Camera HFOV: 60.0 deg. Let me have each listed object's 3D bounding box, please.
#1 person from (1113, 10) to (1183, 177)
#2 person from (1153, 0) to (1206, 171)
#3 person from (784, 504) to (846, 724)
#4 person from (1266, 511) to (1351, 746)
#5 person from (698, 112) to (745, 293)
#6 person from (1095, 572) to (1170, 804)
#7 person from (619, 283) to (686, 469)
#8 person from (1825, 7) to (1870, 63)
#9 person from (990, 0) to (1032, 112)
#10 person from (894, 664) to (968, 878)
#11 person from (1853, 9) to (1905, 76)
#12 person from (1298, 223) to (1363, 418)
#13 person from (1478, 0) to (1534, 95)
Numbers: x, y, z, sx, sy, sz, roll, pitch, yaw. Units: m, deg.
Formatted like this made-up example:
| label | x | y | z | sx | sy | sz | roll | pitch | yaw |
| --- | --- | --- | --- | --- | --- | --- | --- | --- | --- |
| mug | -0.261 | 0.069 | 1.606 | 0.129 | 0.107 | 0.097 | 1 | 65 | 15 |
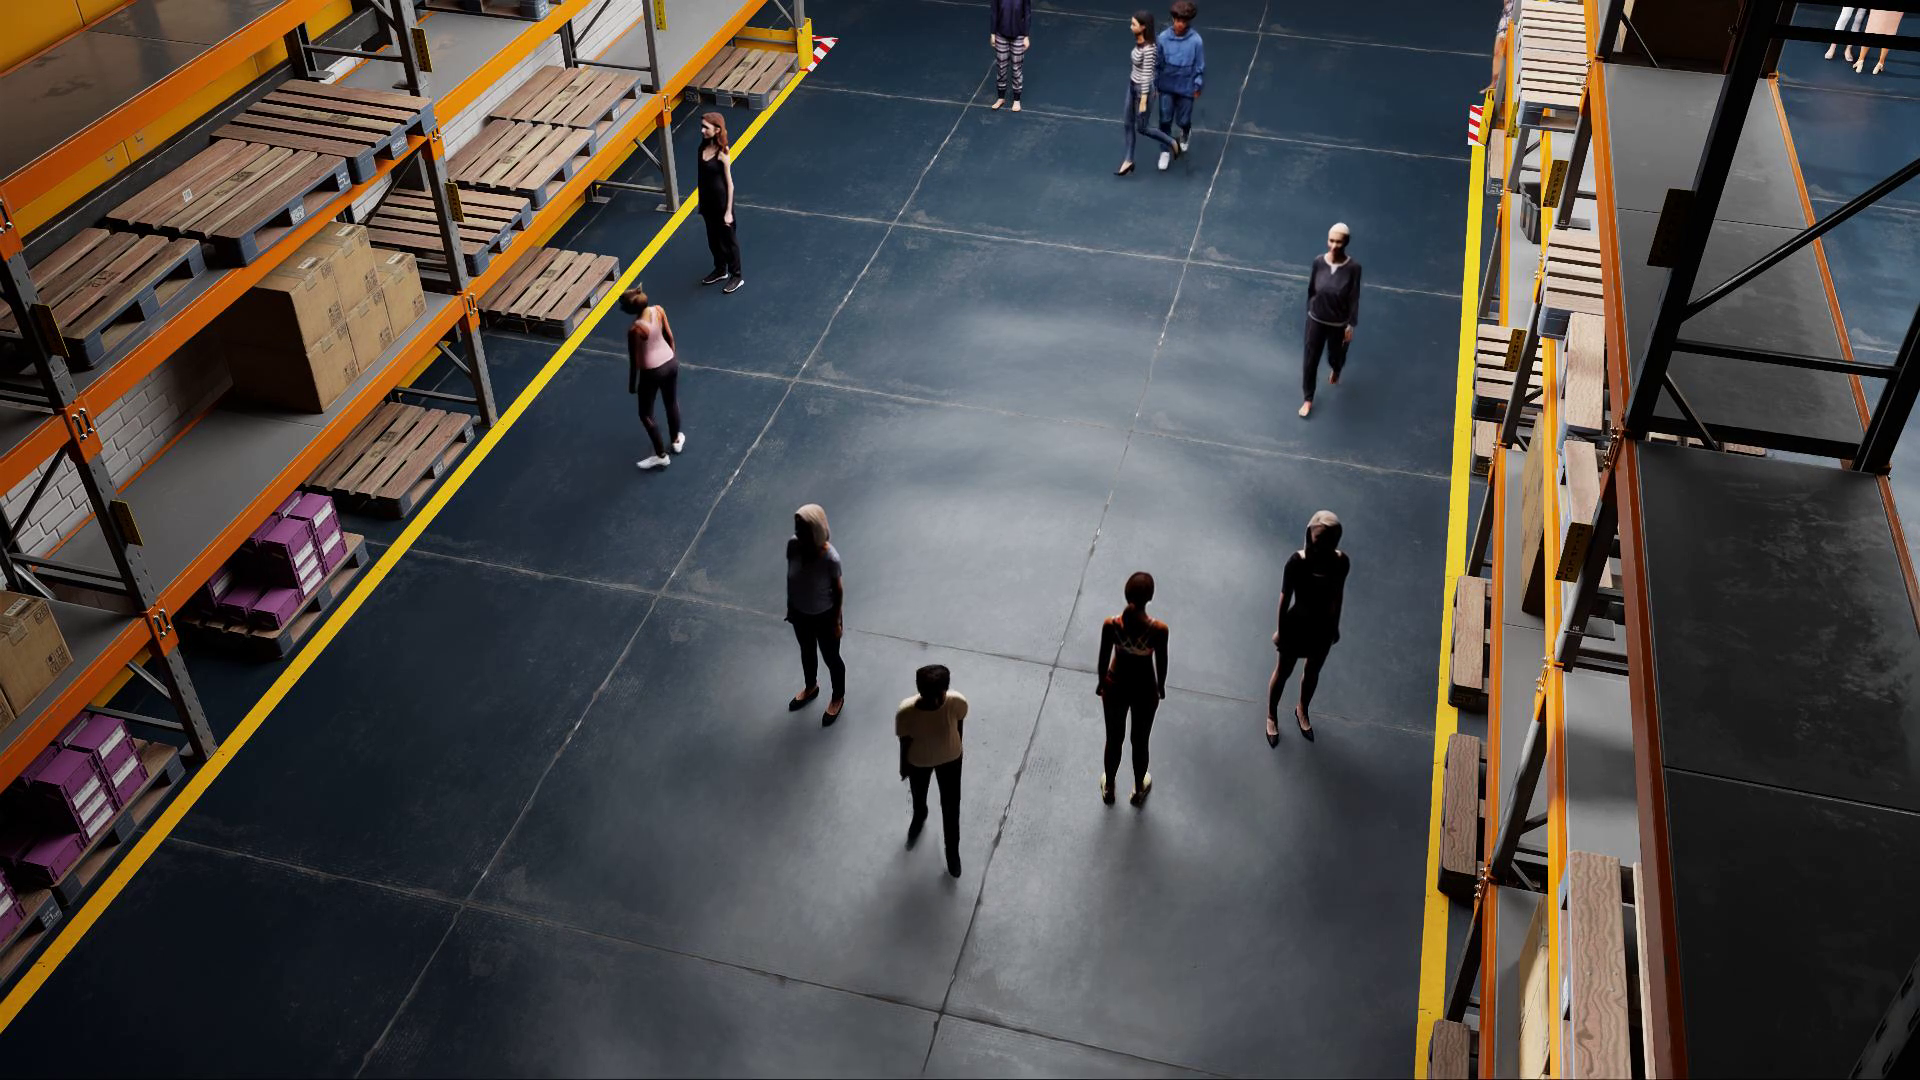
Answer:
| label | x | y | z | sx | sy | sz | roll | pitch | yaw |
| --- | --- | --- | --- | --- | --- | --- | --- | --- | --- |
| person | 1.956 | -4.583 | 17.181 | 0.938 | 1.769 | 1.009 | -6 | 39 | -8 |
| person | 2.292 | -4.808 | 17.448 | 0.690 | 1.790 | 0.796 | 11 | 40 | 14 |
| person | -0.942 | 0.464 | 10.900 | 0.652 | 1.722 | 0.612 | 22 | 44 | 25 |
| person | 2.234 | 0.567 | 10.685 | 0.658 | 1.830 | 0.631 | -5 | 39 | -7 |
| person | -2.227 | -3.144 | 15.397 | 0.650 | 1.748 | 0.647 | 26 | 45 | 29 |
| person | 1.049 | 0.931 | 10.261 | 0.601 | 1.789 | 0.552 | 6 | 39 | 7 |
| person | -2.386 | -1.381 | 13.264 | 0.698 | 1.654 | 0.872 | -23 | 44 | -26 |
| person | 10.697 | -6.535 | 19.687 | 0.553 | 1.693 | 0.552 | 12 | 40 | 15 |
| person | 0.570 | -5.651 | 18.548 | 0.600 | 1.733 | 0.497 | 9 | 39 | 11 |
| person | -0.173 | 1.271 | 10.021 | 0.778 | 1.558 | 0.917 | -3 | 39 | -4 |
| person | 10.837 | -6.327 | 19.315 | 0.618 | 1.831 | 0.563 | 16 | 41 | 20 |
| person | 3.098 | -1.872 | 13.832 | 0.708 | 1.713 | 0.924 | 17 | 42 | 20 |
| person | 6.365 | -5.897 | 18.871 | 1.020 | 1.715 | 0.986 | -17 | 42 | -20 |
